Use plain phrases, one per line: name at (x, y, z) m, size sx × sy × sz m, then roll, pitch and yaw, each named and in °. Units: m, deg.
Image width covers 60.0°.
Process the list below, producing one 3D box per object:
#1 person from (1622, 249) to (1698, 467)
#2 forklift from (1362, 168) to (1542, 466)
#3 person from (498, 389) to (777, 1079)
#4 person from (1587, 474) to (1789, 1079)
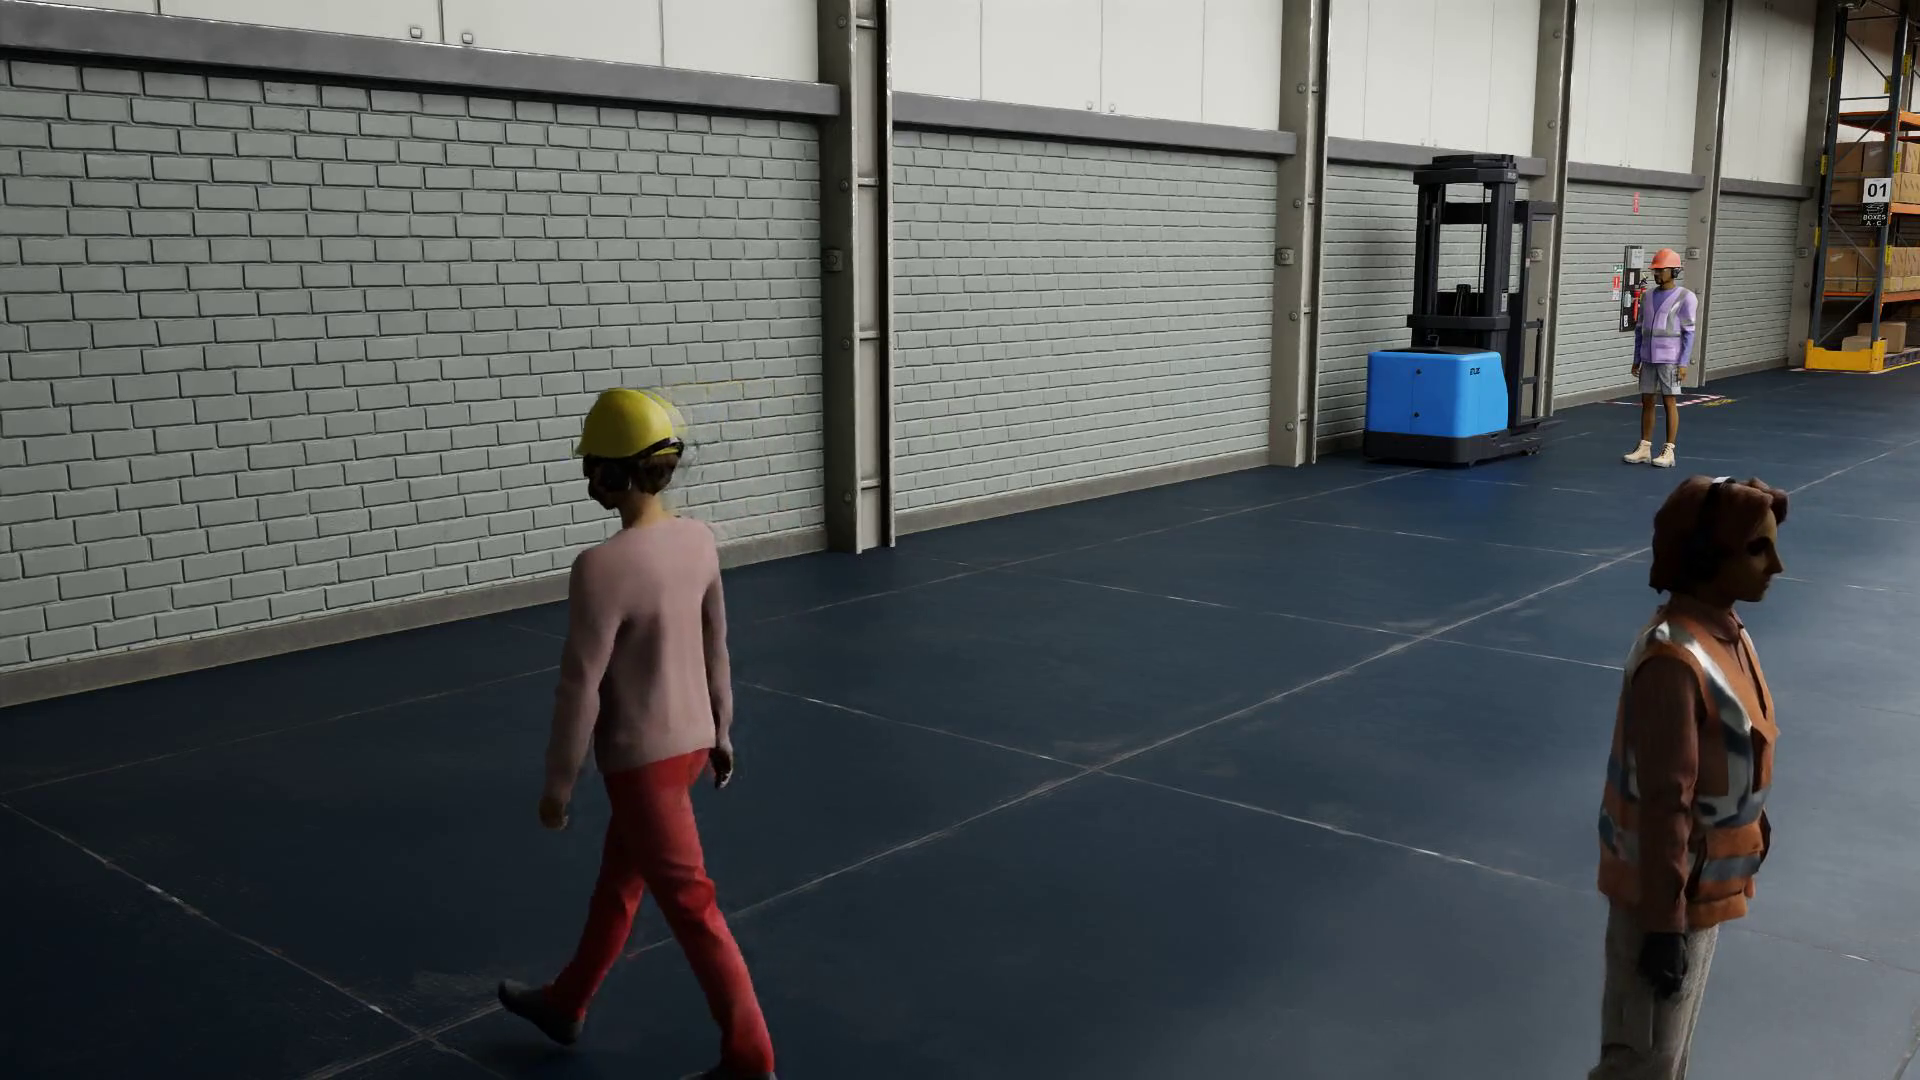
person at (6.626, -1.721, 15.745) m, size 0.378 × 2.045 × 0.605 m, roll -6°, pitch 11°, yaw -29°
forklift at (4.875, -2.212, 16.287) m, size 1.129 × 2.768 × 1.873 m, roll 8°, pitch 13°, yaw 40°
person at (-0.809, 0.497, 4.025) m, size 0.895 × 1.711 × 0.543 m, roll 4°, pitch 11°, yaw 22°
person at (1.380, 0.686, 3.197) m, size 0.310 × 1.638 × 0.523 m, roll 6°, pitch 12°, yaw 31°
